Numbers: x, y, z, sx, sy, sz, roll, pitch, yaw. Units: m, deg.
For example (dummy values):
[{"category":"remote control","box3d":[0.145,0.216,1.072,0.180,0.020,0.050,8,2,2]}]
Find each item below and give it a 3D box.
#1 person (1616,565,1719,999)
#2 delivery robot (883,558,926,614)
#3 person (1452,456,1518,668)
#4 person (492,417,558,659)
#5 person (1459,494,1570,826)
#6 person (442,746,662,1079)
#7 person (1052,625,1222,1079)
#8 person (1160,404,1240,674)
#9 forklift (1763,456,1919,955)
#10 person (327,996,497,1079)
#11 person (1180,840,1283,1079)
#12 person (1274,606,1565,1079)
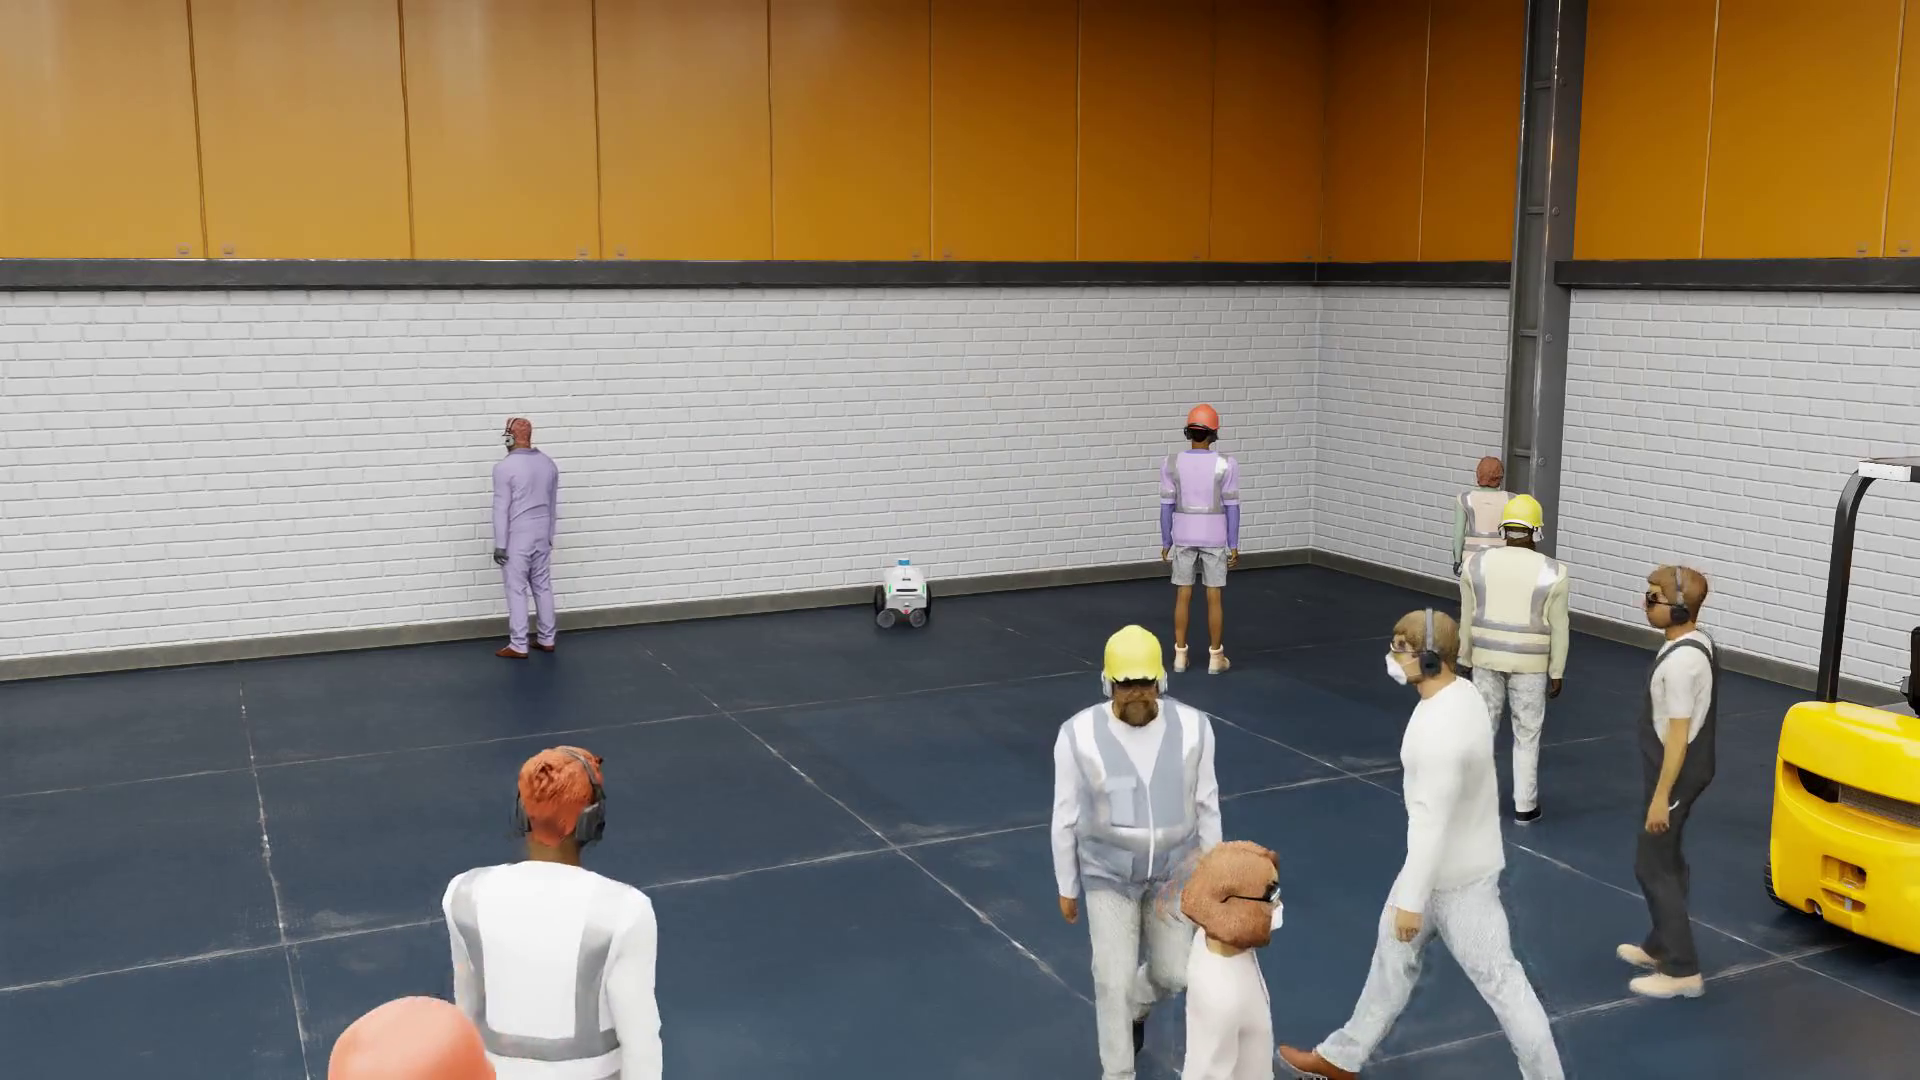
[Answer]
[{"category":"person","box3d":[3.000,1.009,6.986,0.368,1.832,0.576,5,11,30]},{"category":"delivery robot","box3d":[-0.483,0.398,14.404,0.477,0.478,0.707,-1,9,-6]},{"category":"person","box3d":[4.017,0.180,12.694,0.514,1.641,0.308,2,9,14]},{"category":"person","box3d":[-3.452,-0.018,13.138,0.397,1.898,0.650,5,10,28]},{"category":"person","box3d":[3.050,0.658,9.178,0.586,1.824,0.404,5,11,30]},{"category":"person","box3d":[-1.005,1.432,4.215,0.602,1.863,0.567,1,9,9]},{"category":"person","box3d":[0.625,1.174,6.004,0.603,1.809,0.707,-1,9,-8]},{"category":"person","box3d":[1.816,-0.005,12.589,0.605,2.045,0.378,3,10,18]},{"category":"forklift","box3d":[4.857,0.731,7.561,2.313,2.155,1.214,-4,10,-25]},{"category":"person","box3d":[-0.851,1.653,2.825,0.570,1.884,0.825,7,11,37]},{"category":"person","box3d":[0.662,1.540,4.365,0.824,1.599,0.498,1,9,7]},{"category":"person","box3d":[1.707,1.162,5.889,1.073,1.873,0.639,3,10,17]}]
